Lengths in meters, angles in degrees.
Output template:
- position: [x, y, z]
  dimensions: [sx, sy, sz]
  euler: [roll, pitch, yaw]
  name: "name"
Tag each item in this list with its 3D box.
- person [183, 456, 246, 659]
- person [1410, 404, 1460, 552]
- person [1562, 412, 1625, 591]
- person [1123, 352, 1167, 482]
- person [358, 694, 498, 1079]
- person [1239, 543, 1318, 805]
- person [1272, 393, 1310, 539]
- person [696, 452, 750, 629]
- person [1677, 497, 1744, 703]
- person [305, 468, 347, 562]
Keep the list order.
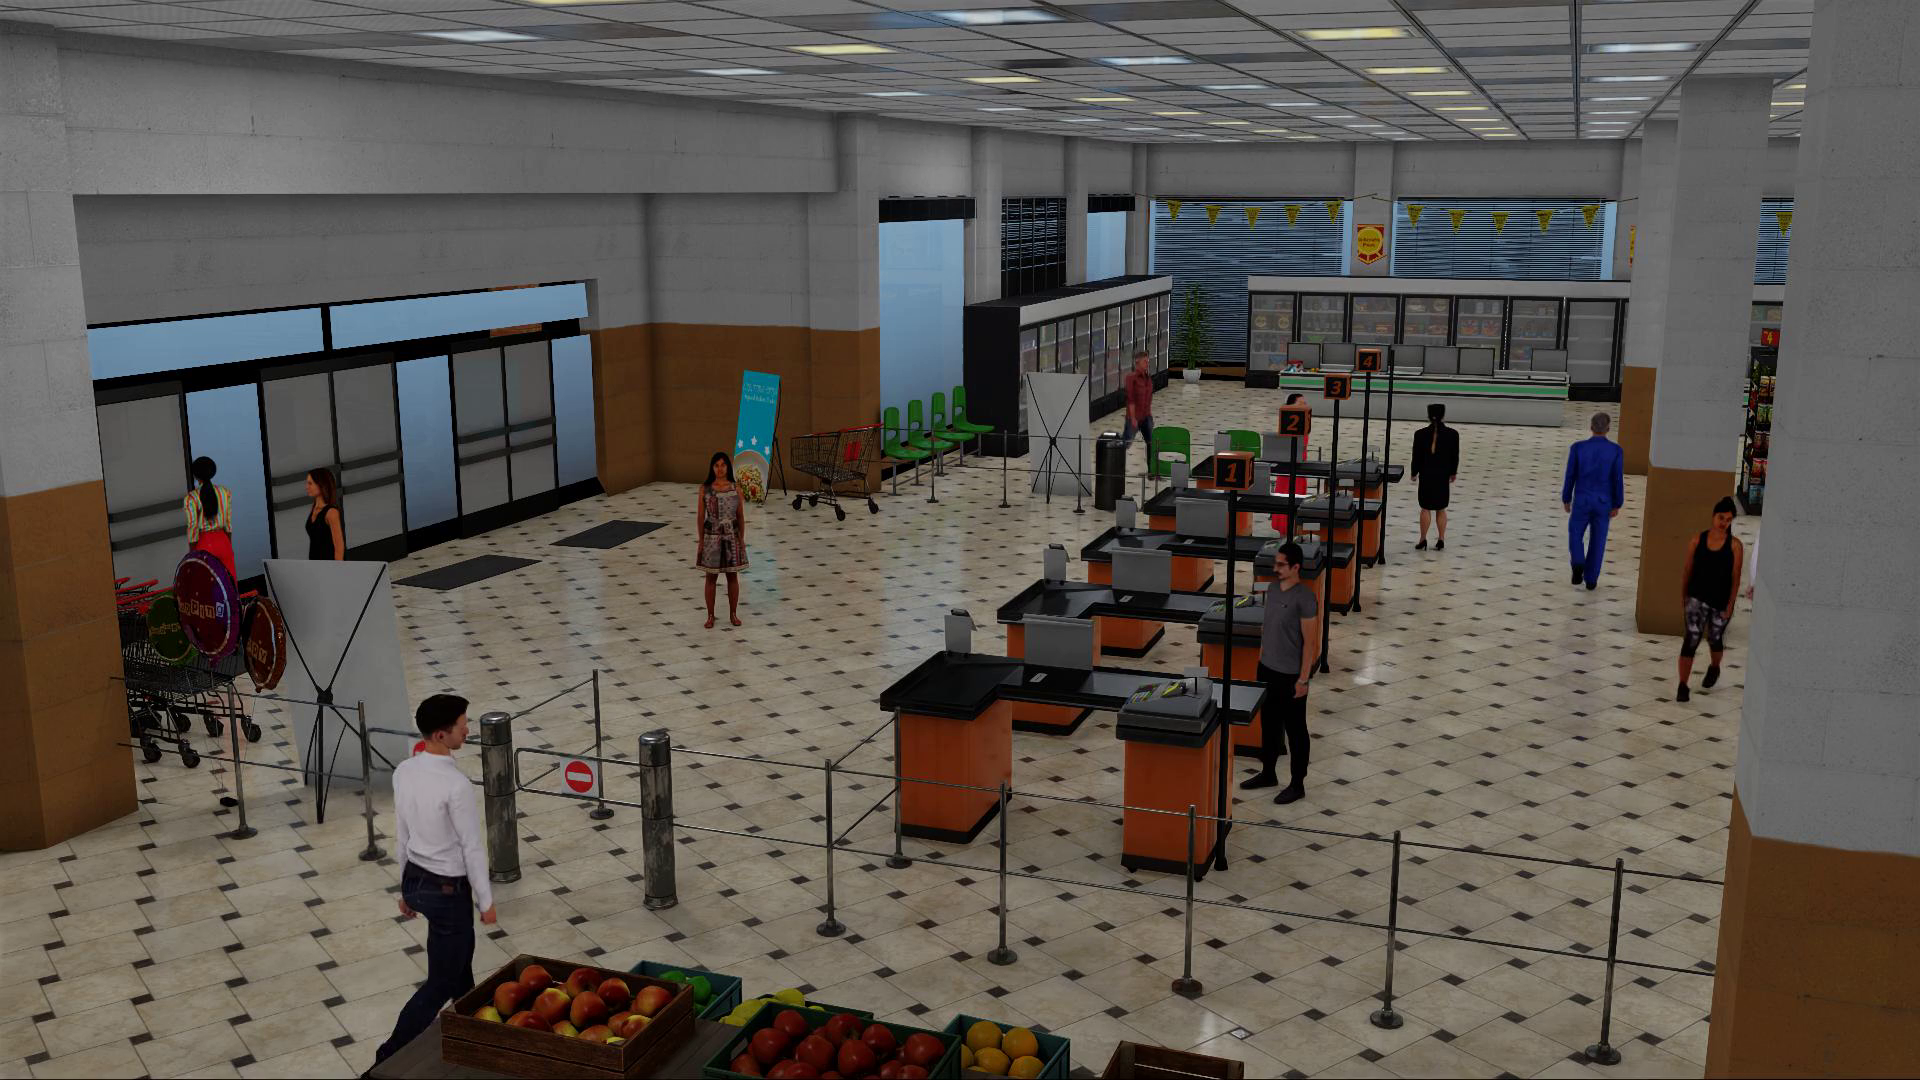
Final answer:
- position: [-6.498, 0.154, 14.463]
  dimensions: [0.619, 1.793, 0.649]
  euler: [9, 15, 35]
  name: "person"
- position: [5.373, -0.707, 18.854]
  dimensions: [0.670, 1.669, 0.824]
  euler: [1, 12, 4]
  name: "person"
- position: [6.412, -0.364, 16.876]
  dimensions: [0.770, 1.812, 0.810]
  euler: [5, 13, 22]
  name: "person"
- position: [2.422, -1.711, 23.327]
  dimensions: [1.079, 1.790, 1.311]
  euler: [-10, 15, -39]
  name: "person"
- position: [-2.390, 1.614, 7.415]
  dimensions: [1.214, 1.840, 0.907]
  euler: [8, 14, 33]
  name: "person"
- position: [2.184, 0.866, 11.176]
  dimensions: [0.768, 1.754, 0.686]
  euler: [-7, 14, -31]
  name: "person"
- position: [3.903, -0.859, 19.439]
  dimensions: [0.712, 1.725, 0.729]
  euler: [-10, 15, -40]
  name: "person"
- position: [-2.236, -0.012, 15.608]
  dimensions: [0.675, 1.645, 0.784]
  euler: [-3, 12, -15]
  name: "person"
- position: [6.052, 0.470, 13.344]
  dimensions: [0.995, 1.636, 0.732]
  euler: [7, 14, 31]
  name: "person"
- position: [-5.148, 0.319, 13.581]
  dimensions: [0.598, 1.834, 0.720]
  euler: [11, 16, 43]
  name: "person"
